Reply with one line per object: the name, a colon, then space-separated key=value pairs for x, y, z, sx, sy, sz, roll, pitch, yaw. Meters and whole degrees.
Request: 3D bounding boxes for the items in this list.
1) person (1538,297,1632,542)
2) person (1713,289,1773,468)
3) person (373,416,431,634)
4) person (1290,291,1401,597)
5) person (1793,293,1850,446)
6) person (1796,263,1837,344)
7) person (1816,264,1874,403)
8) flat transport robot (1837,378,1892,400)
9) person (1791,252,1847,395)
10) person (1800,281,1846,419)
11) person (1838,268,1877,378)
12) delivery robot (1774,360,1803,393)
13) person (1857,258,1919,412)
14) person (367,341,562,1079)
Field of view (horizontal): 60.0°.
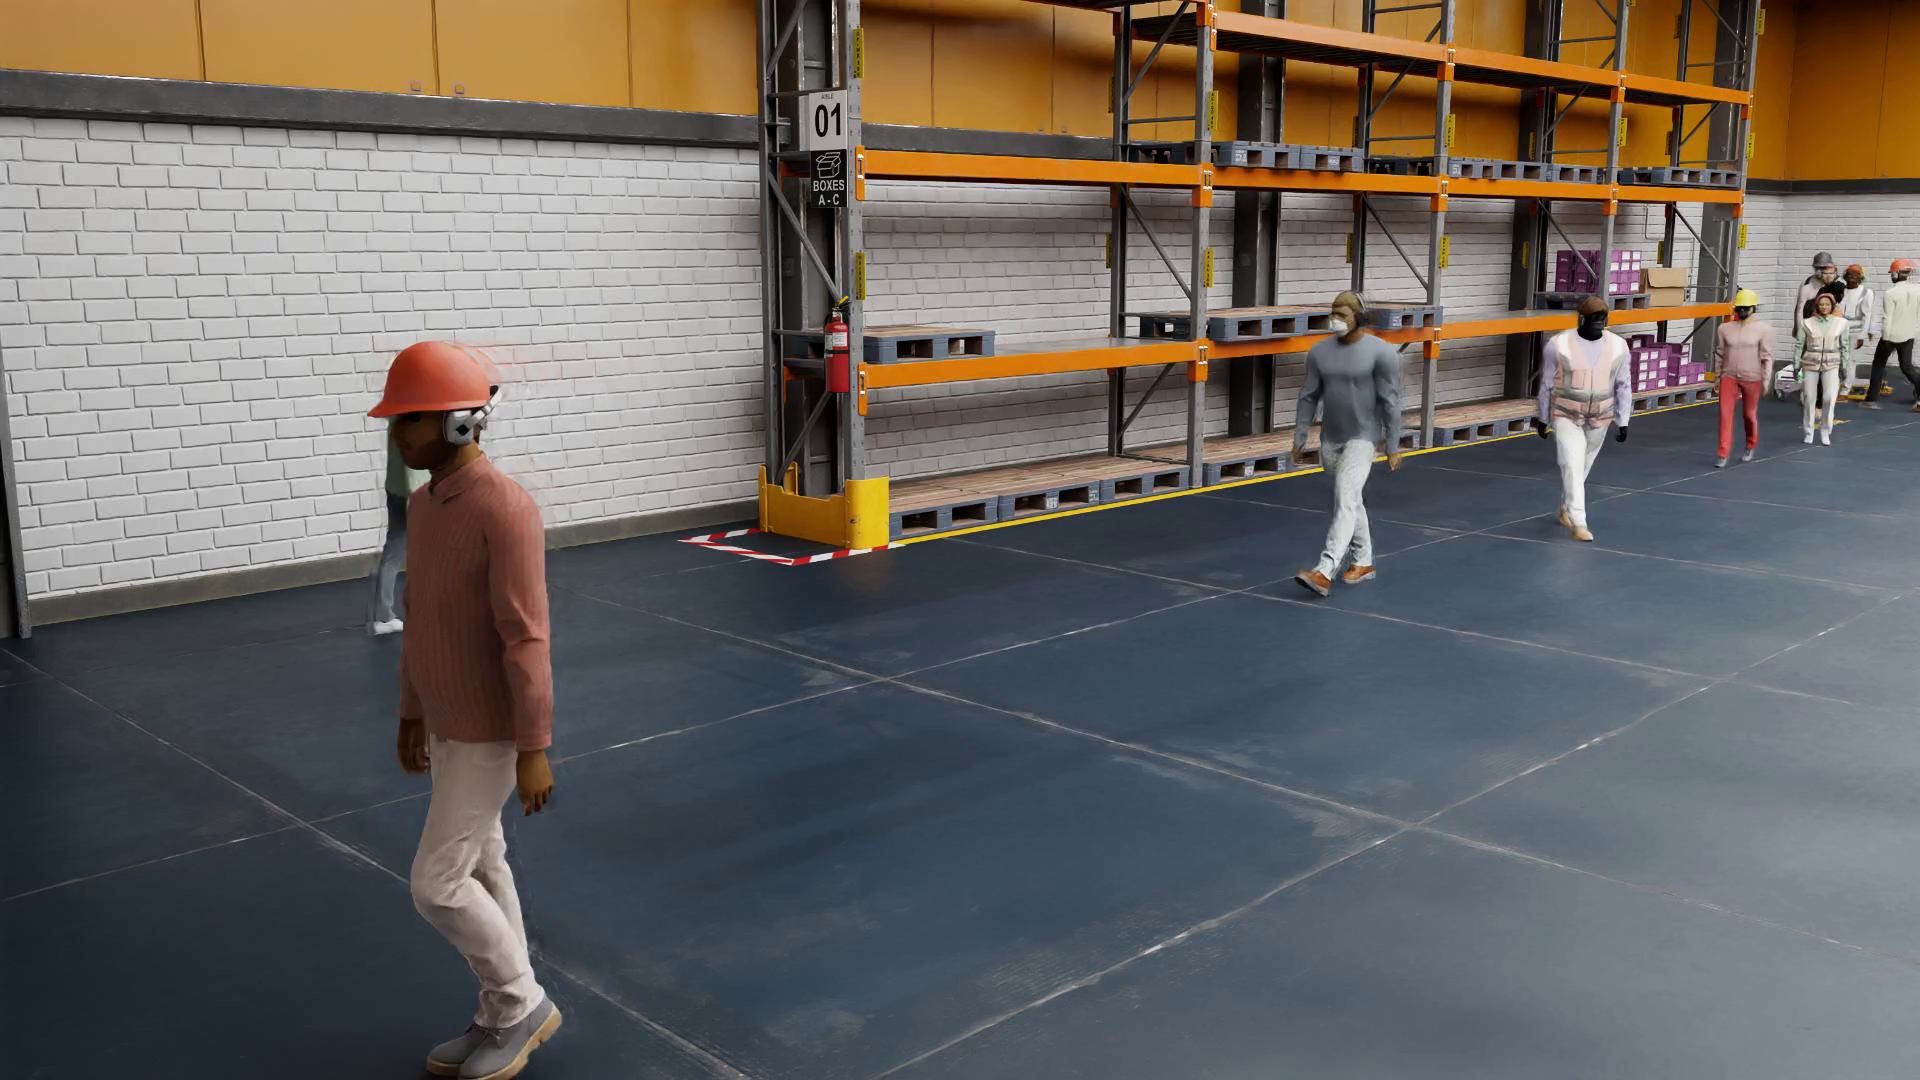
person: x=4.683 y=-0.930 z=12.519 sx=0.634 sy=1.793 sz=0.970 roll=1 pitch=10 yaw=3
person: x=7.666 y=-1.593 z=16.276 sx=0.530 sy=1.732 sz=0.873 roll=7 pitch=13 yaw=35
person: x=-3.005 y=-0.269 z=9.421 sx=0.778 sy=1.599 sz=0.513 roll=-7 pitch=12 yaw=-32
person: x=2.387 y=-0.606 z=10.448 sx=1.012 sy=1.885 sz=0.645 roll=-9 pitch=14 yaw=-41
person: x=9.195 y=-1.818 z=17.785 sx=0.540 sy=1.625 sz=0.587 roll=5 pitch=11 yaw=24
person: x=11.937 y=-2.892 z=23.051 sx=0.663 sy=1.857 sz=1.027 roll=4 pitch=11 yaw=22
person: x=11.738 y=-2.716 z=22.069 sx=0.779 sy=1.849 sz=0.608 roll=-9 pitch=14 yaw=-41
flat transport robot: x=12.358 y=-2.102 z=23.038 sx=0.652 sy=0.197 sz=1.431 roll=10 pitch=14 yaw=42
person: x=11.929 y=-3.008 z=23.146 sx=0.538 sy=2.000 sz=0.709 roll=-6 pitch=12 yaw=-32
person: x=10.603 y=-2.317 z=20.335 sx=0.366 sy=1.682 sz=0.552 roll=0 pitch=10 yaw=2
person: x=12.983 y=-3.102 z=24.353 sx=0.591 sy=1.773 sz=0.862 roll=-1 pitch=10 yaw=-8
delivery robot: x=11.278 y=-2.195 z=22.511 sx=0.477 sy=0.478 sz=0.707 roll=8 pitch=13 yaw=36
person: x=12.084 y=-2.616 z=21.295 sx=0.623 sy=1.966 sz=0.925 roll=-3 pitch=11 yaw=-16
person: x=-1.299 y=0.473 z=4.333 sx=0.456 sy=1.972 sz=0.646 roll=-8 pitch=13 yaw=-38
